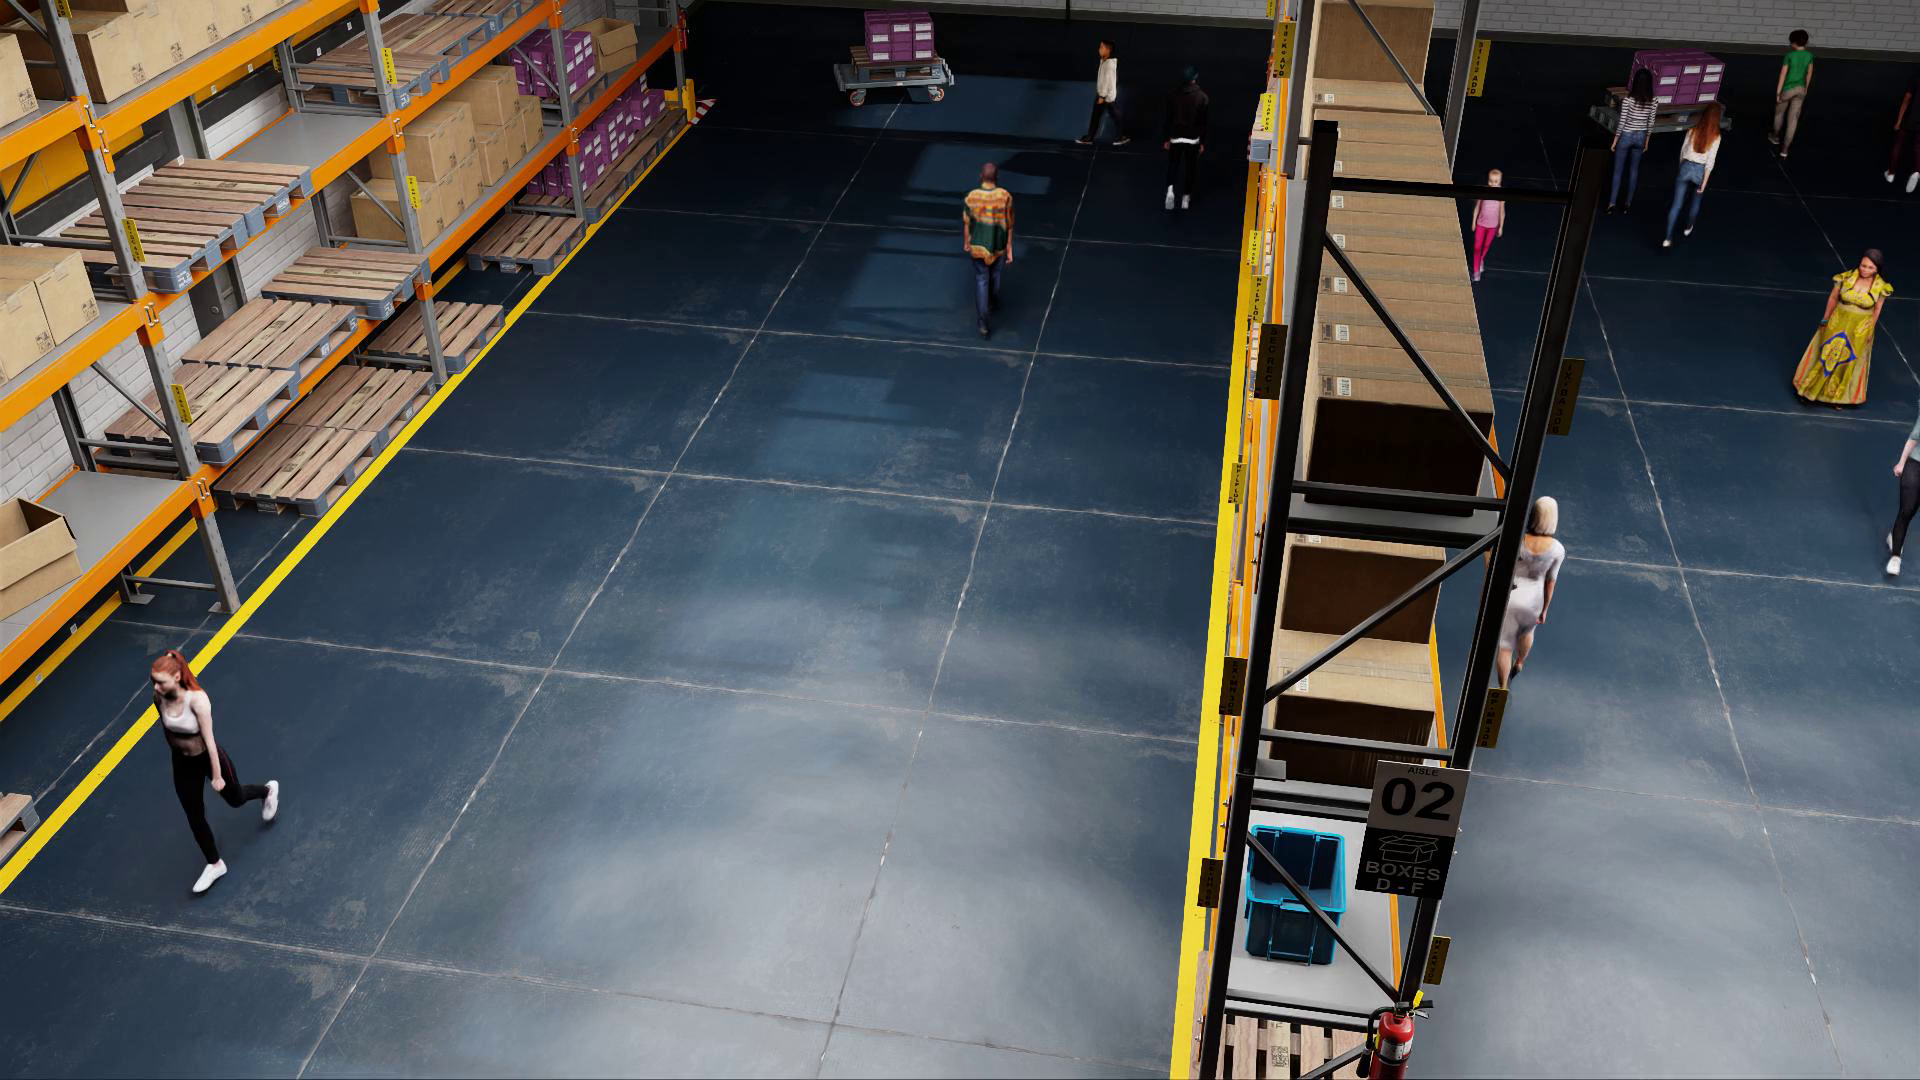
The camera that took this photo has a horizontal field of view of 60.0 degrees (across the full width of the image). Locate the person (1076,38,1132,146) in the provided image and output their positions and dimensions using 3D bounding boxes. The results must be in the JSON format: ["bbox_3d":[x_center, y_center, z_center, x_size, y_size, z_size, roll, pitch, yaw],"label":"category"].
[{"bbox_3d":[2.026,-5.938,22.151,0.917,1.427,0.992,-9,35,-13],"label":"person"}]

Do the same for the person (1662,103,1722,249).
[{"bbox_3d":[8.454,-4.182,19.273,0.880,1.691,1.229,19,38,27],"label":"person"}]

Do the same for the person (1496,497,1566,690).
[{"bbox_3d":[4.116,0.507,12.186,0.610,1.726,0.854,8,34,12],"label":"person"}]

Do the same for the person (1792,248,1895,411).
[{"bbox_3d":[8.608,-2.061,16.110,0.946,1.659,0.902,16,37,23],"label":"person"}]

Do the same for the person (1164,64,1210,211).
[{"bbox_3d":[2.713,-4.834,20.152,0.711,1.802,0.961,8,35,12],"label":"person"}]

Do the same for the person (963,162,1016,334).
[{"bbox_3d":[0.282,-3.037,17.486,0.820,1.761,1.228,1,34,1],"label":"person"}]

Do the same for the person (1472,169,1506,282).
[{"bbox_3d":[5.954,-3.583,18.777,0.479,1.241,0.876,5,34,8],"label":"person"}]

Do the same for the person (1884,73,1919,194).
[{"bbox_3d":[11.996,-5.248,20.809,0.686,1.765,1.039,8,35,12],"label":"person"}]

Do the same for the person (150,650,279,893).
[{"bbox_3d":[-4.862,1.410,10.834,0.645,1.719,1.117,9,35,13],"label":"person"}]

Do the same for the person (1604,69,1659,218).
[{"bbox_3d":[8.102,-4.795,20.101,0.630,1.794,0.565,0,34,0],"label":"person"}]

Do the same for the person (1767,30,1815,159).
[{"bbox_3d":[10.925,-5.818,21.813,0.615,1.602,1.091,6,34,9],"label":"person"}]

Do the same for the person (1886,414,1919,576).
[{"bbox_3d":[8.041,-0.611,13.876,0.682,1.717,0.962,10,35,14],"label":"person"}]
